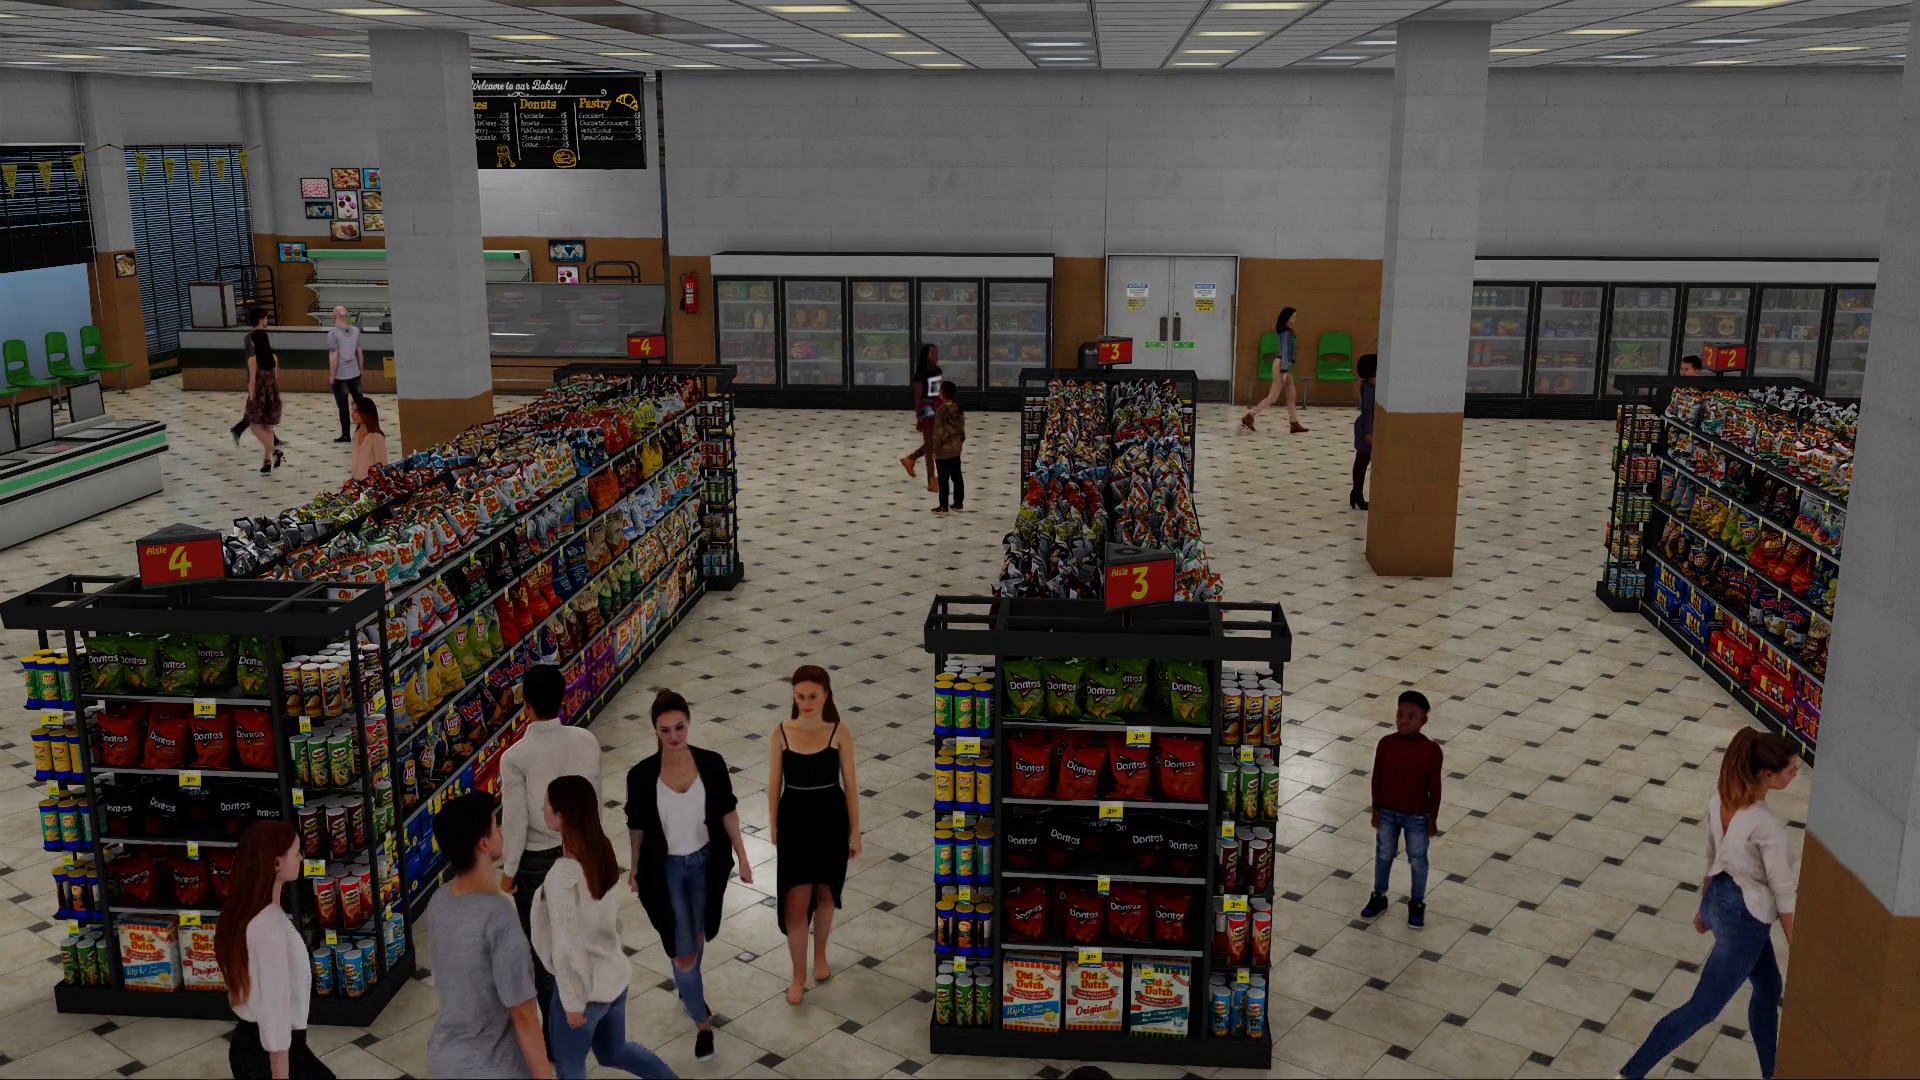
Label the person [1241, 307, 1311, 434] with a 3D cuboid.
[{"bbox_3d":[4.314,-2.297,22.831,0.776,1.736,1.123,2,14,7],"label":"person"}]

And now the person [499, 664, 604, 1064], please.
[{"bbox_3d":[-1.790,1.423,7.339,0.802,1.810,0.713,13,19,43],"label":"person"}]

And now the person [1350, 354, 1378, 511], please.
[{"bbox_3d":[4.480,-1.201,18.369,0.666,1.710,0.489,3,14,13],"label":"person"}]

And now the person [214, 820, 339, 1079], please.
[{"bbox_3d":[-2.460,1.849,5.746,0.931,1.732,0.870,-10,17,-37],"label":"person"}]

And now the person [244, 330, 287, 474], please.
[{"bbox_3d":[-8.360,-1.648,20.094,0.895,1.764,0.863,8,16,29],"label":"person"}]

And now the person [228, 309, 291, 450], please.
[{"bbox_3d":[-9.191,-2.053,21.650,1.173,1.819,1.090,-11,17,-38],"label":"person"}]

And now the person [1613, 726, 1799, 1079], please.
[{"bbox_3d":[3.099,1.612,6.825,0.643,1.683,1.071,0,14,2],"label":"person"}]

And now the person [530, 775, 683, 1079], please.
[{"bbox_3d":[-1.348,1.723,6.402,0.759,1.669,0.911,3,14,12],"label":"person"}]

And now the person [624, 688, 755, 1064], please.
[{"bbox_3d":[-1.281,1.458,7.523,0.909,1.655,1.023,-6,15,-24],"label":"person"}]

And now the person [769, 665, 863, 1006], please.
[{"bbox_3d":[-0.700,1.358,8.034,0.659,1.607,0.778,-1,14,-6],"label":"person"}]

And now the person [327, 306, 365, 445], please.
[{"bbox_3d":[-8.247,-2.226,22.324,0.824,1.837,0.699,9,16,32],"label":"person"}]

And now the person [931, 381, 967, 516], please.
[{"bbox_3d":[-0.122,-1.009,18.115,0.681,1.455,0.742,-11,18,-39],"label":"person"}]

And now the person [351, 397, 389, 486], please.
[{"bbox_3d":[-5.248,-0.394,14.868,0.670,1.792,0.697,11,18,39],"label":"person"}]

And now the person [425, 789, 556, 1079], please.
[{"bbox_3d":[-1.644,1.792,5.672,0.958,1.877,0.875,-8,16,-29],"label":"person"}]

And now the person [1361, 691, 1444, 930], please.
[{"bbox_3d":[2.318,1.386,8.664,0.573,1.256,0.589,8,16,28],"label":"person"}]

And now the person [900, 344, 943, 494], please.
[{"bbox_3d":[-0.421,-1.415,19.258,0.933,1.705,0.995,9,16,33],"label":"person"}]
